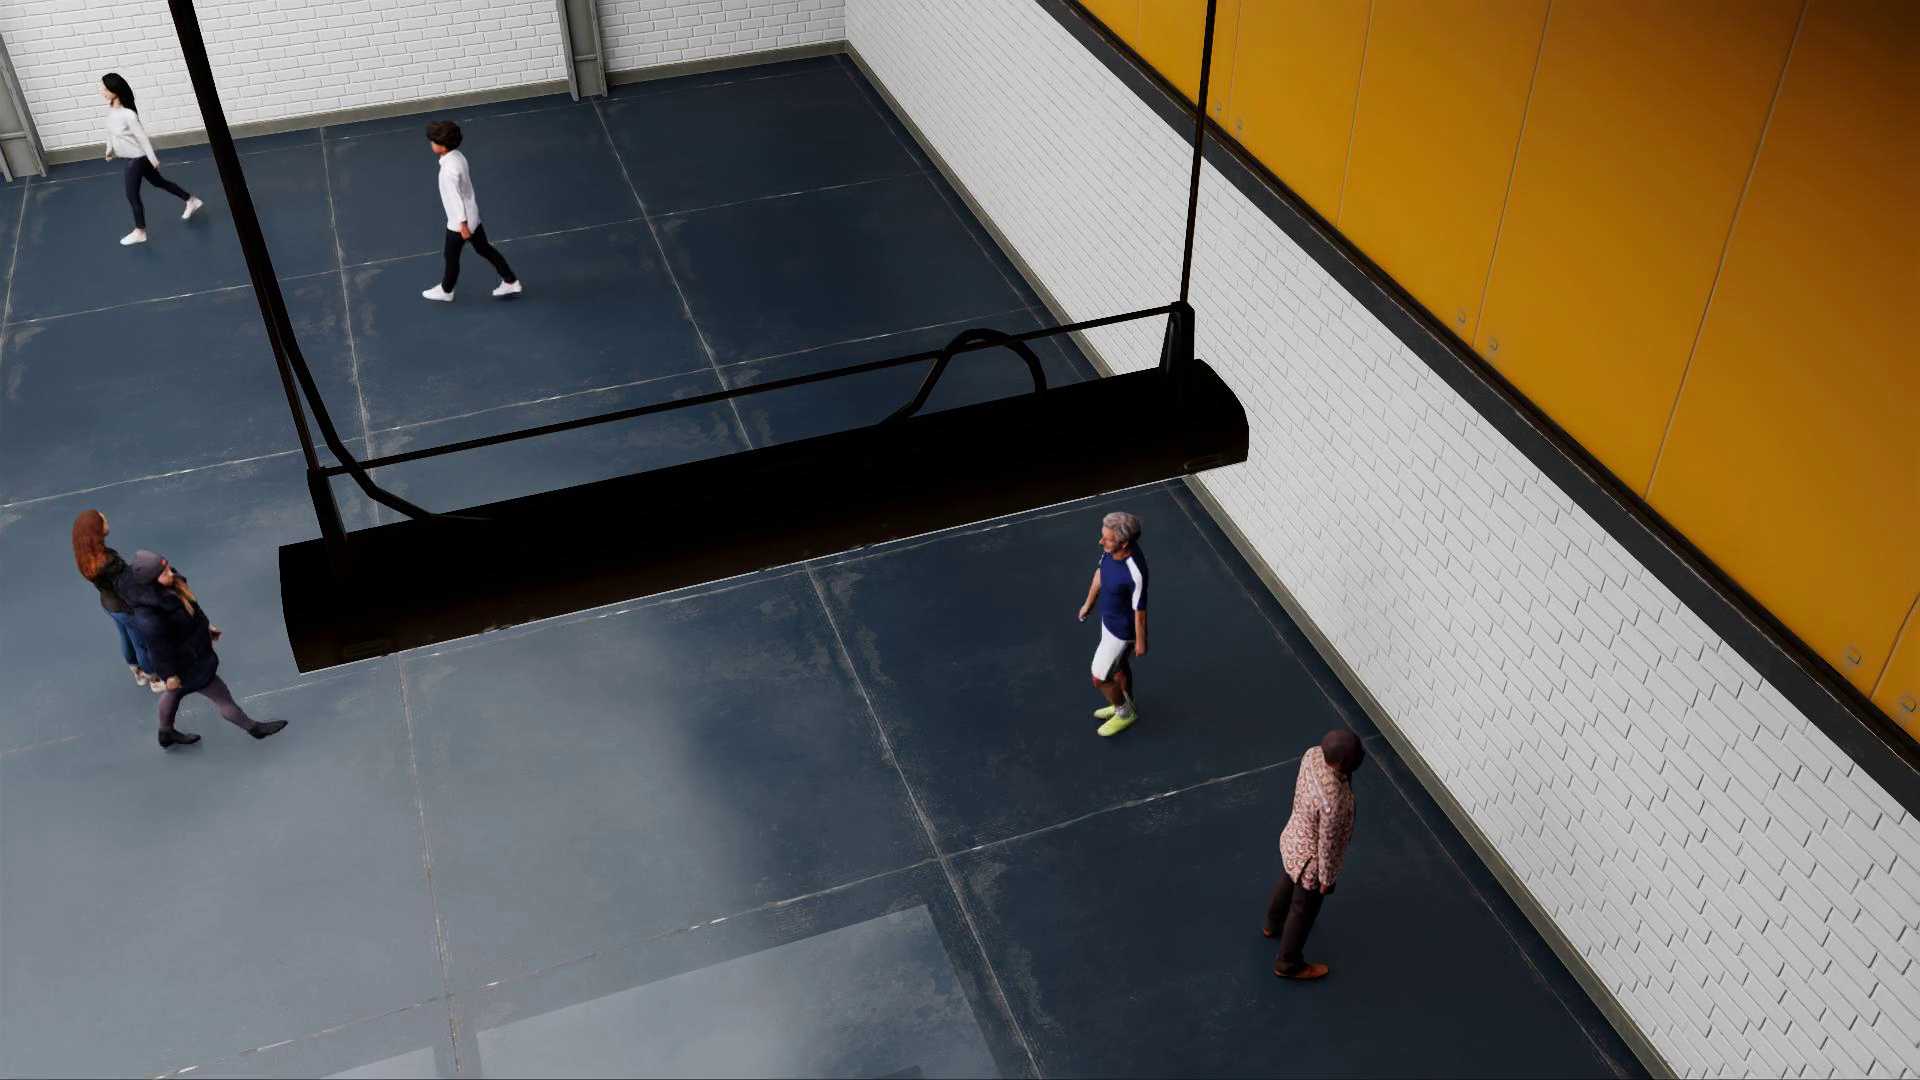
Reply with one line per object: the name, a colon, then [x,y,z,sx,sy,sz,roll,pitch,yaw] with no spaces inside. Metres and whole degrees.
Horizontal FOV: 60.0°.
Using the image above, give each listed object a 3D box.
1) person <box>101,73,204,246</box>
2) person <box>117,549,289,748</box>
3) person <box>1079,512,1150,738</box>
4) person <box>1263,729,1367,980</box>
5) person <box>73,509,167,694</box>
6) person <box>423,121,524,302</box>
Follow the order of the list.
person: [-7.948,-3.771,16.245,1.208,1.663,0.902,-29,47,-32]
person: [-5.053,0.743,10.621,1.059,1.628,0.688,-10,40,-13]
person: [1.126,0.523,10.743,0.661,1.819,0.685,-6,39,-8]
person: [1.949,1.722,9.256,0.699,1.801,0.746,-2,39,-2]
person: [-5.624,0.425,11.135,0.658,1.483,0.689,26,45,28]
person: [-4.443,-2.956,15.144,1.215,1.764,0.861,-3,39,-3]
